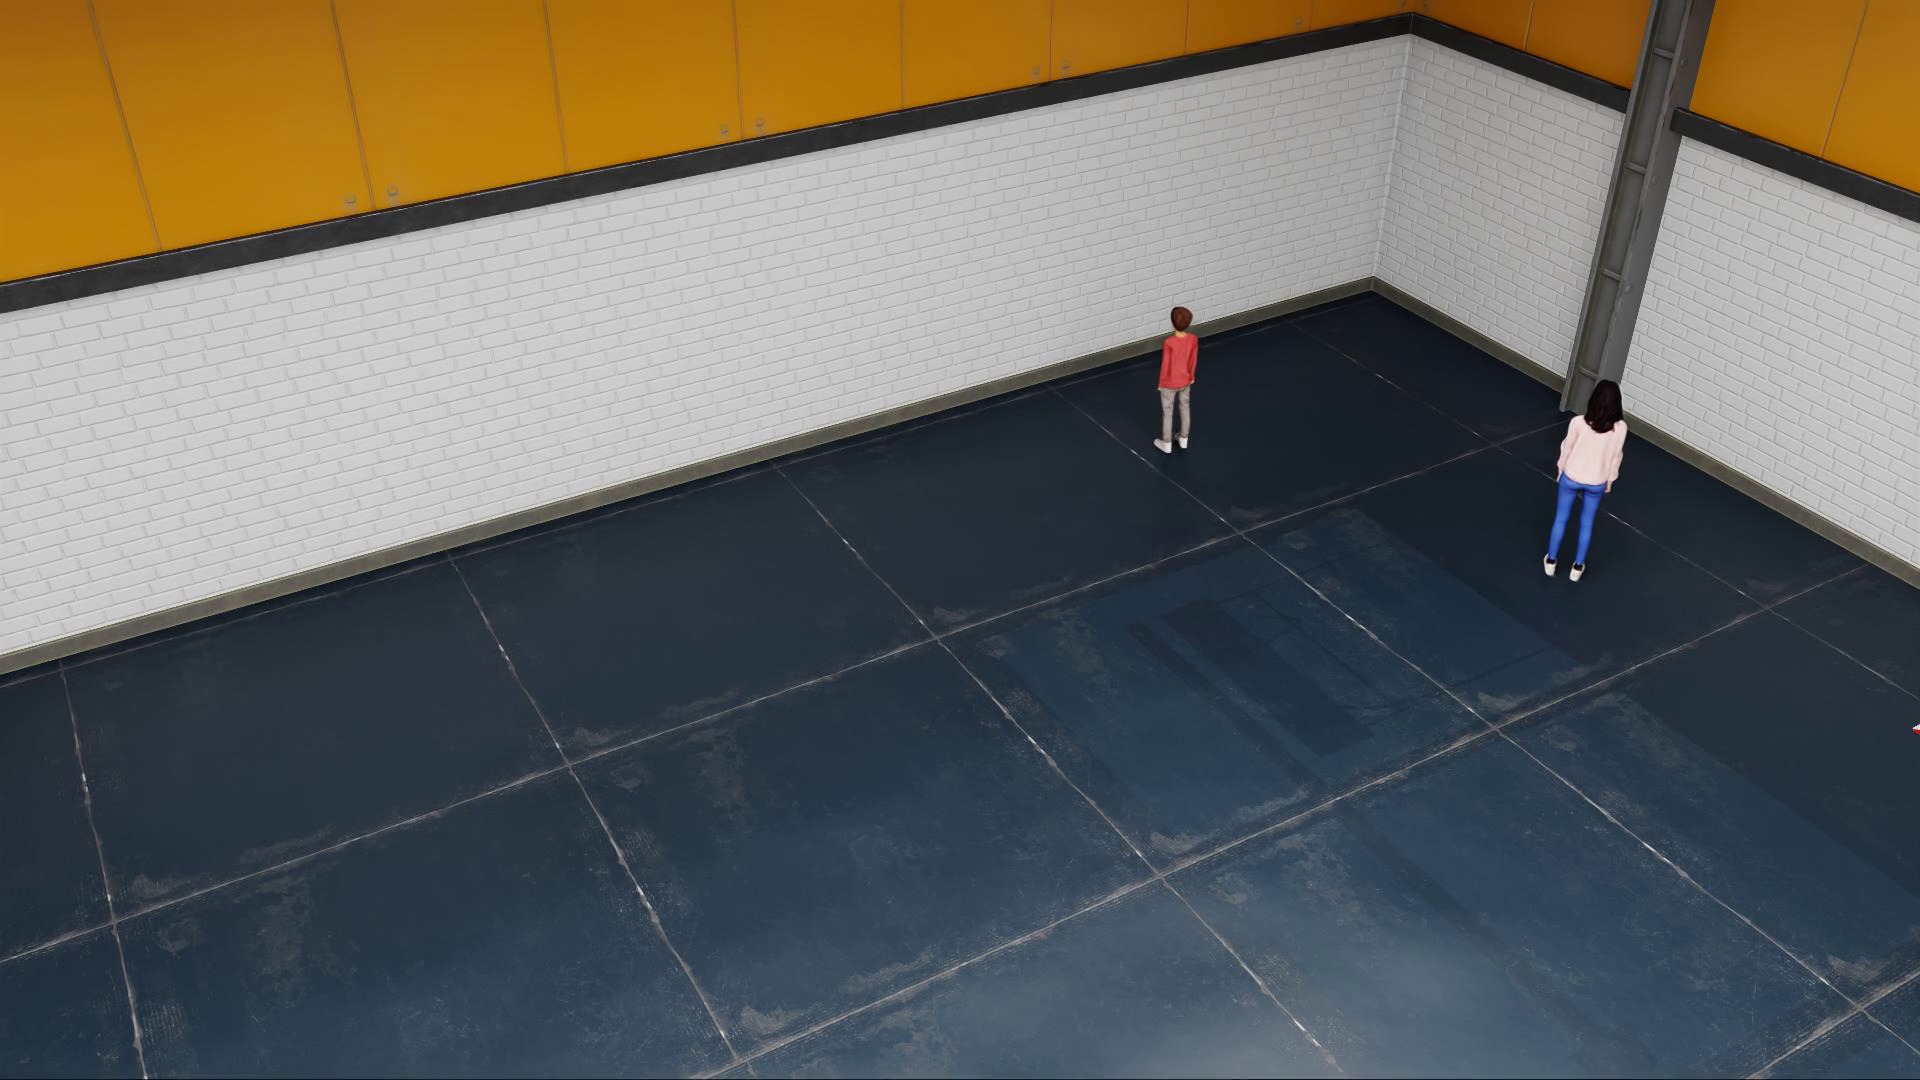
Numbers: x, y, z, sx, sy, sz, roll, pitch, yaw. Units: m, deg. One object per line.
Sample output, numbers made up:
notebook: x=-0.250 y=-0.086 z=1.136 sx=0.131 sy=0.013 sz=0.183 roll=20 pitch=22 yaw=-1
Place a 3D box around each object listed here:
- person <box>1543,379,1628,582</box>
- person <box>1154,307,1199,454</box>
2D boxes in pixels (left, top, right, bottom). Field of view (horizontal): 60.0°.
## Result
person: x=5.007 y=-0.475 z=13.346 sx=0.698 sy=1.766 sz=0.770 roll=10 pitch=35 yaw=15
person: x=1.978 y=-1.465 z=15.150 sx=0.543 sy=1.417 sz=0.495 roll=-13 pitch=36 yaw=-19
